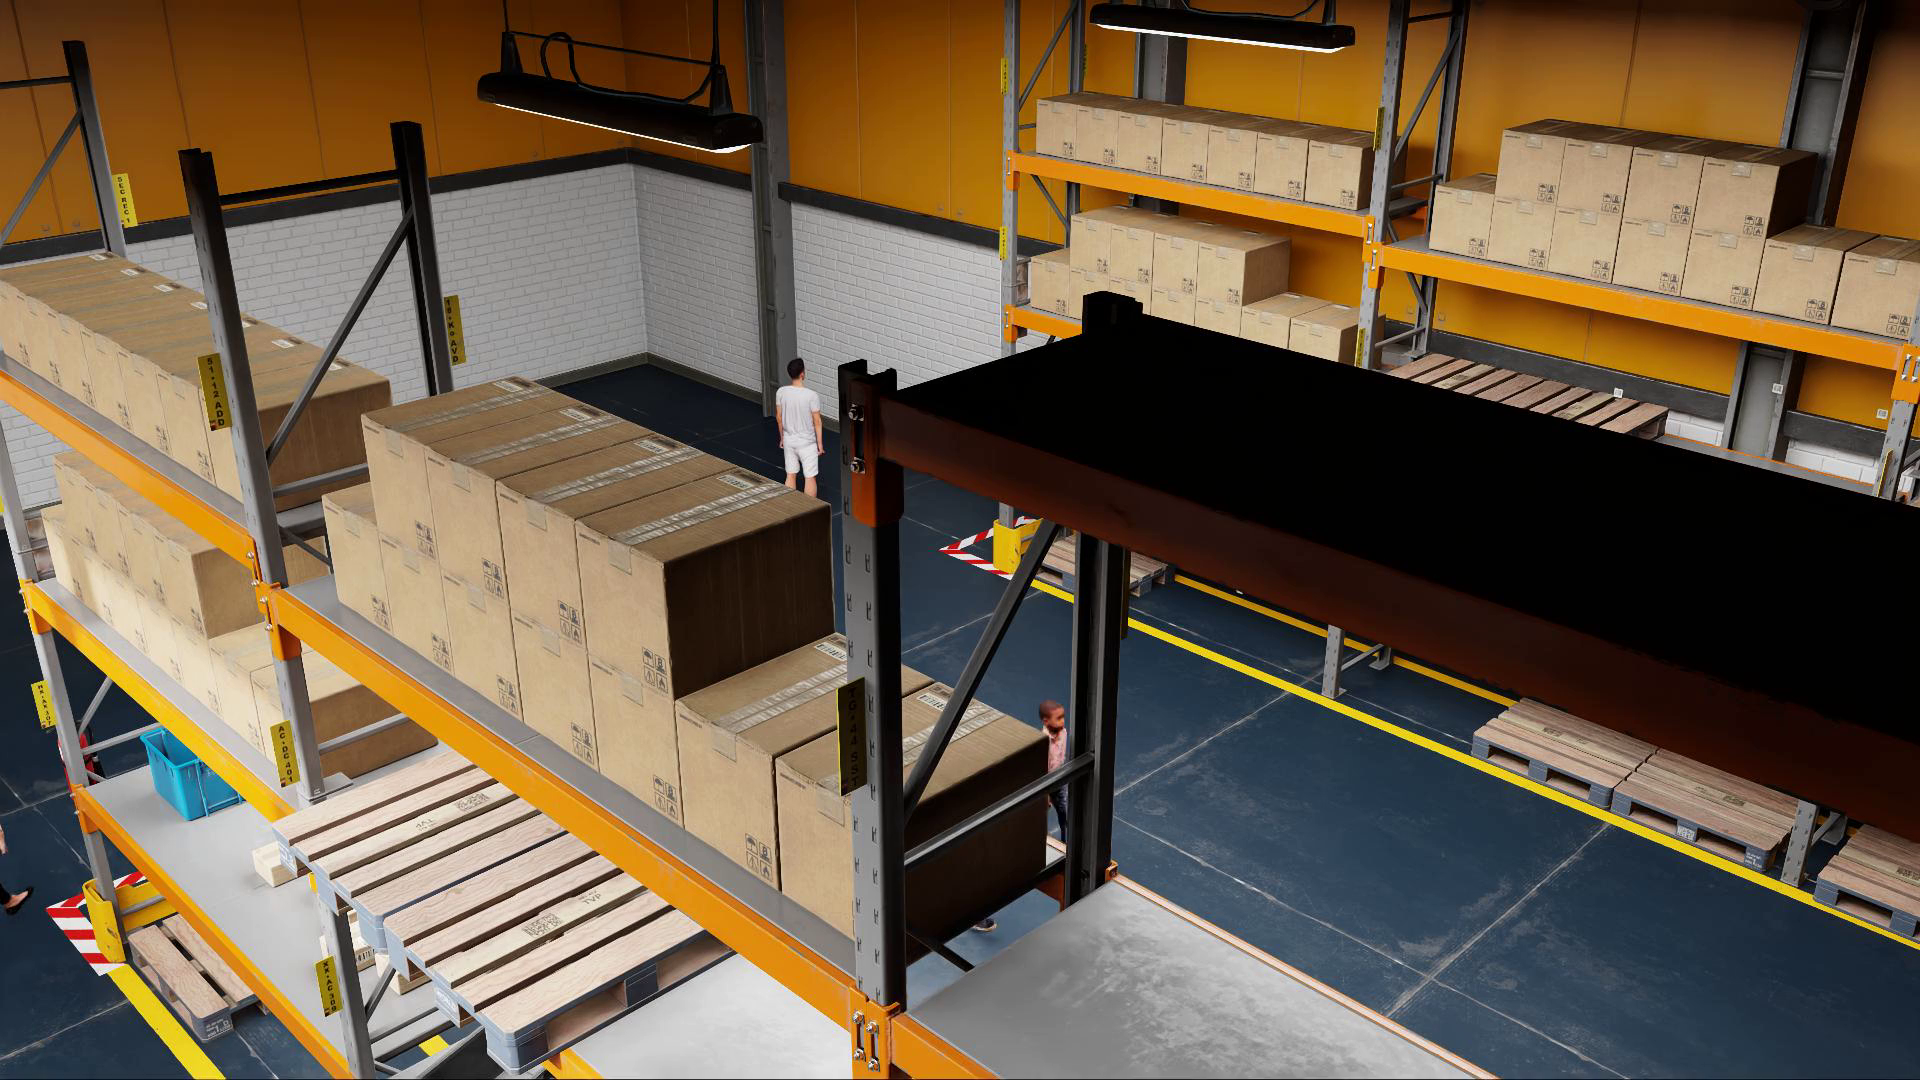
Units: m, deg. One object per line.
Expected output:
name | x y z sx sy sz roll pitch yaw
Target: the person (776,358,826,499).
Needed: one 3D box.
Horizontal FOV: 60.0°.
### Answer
person | -1.763 -1.094 18.239 0.645 1.854 0.818 9 25 20
